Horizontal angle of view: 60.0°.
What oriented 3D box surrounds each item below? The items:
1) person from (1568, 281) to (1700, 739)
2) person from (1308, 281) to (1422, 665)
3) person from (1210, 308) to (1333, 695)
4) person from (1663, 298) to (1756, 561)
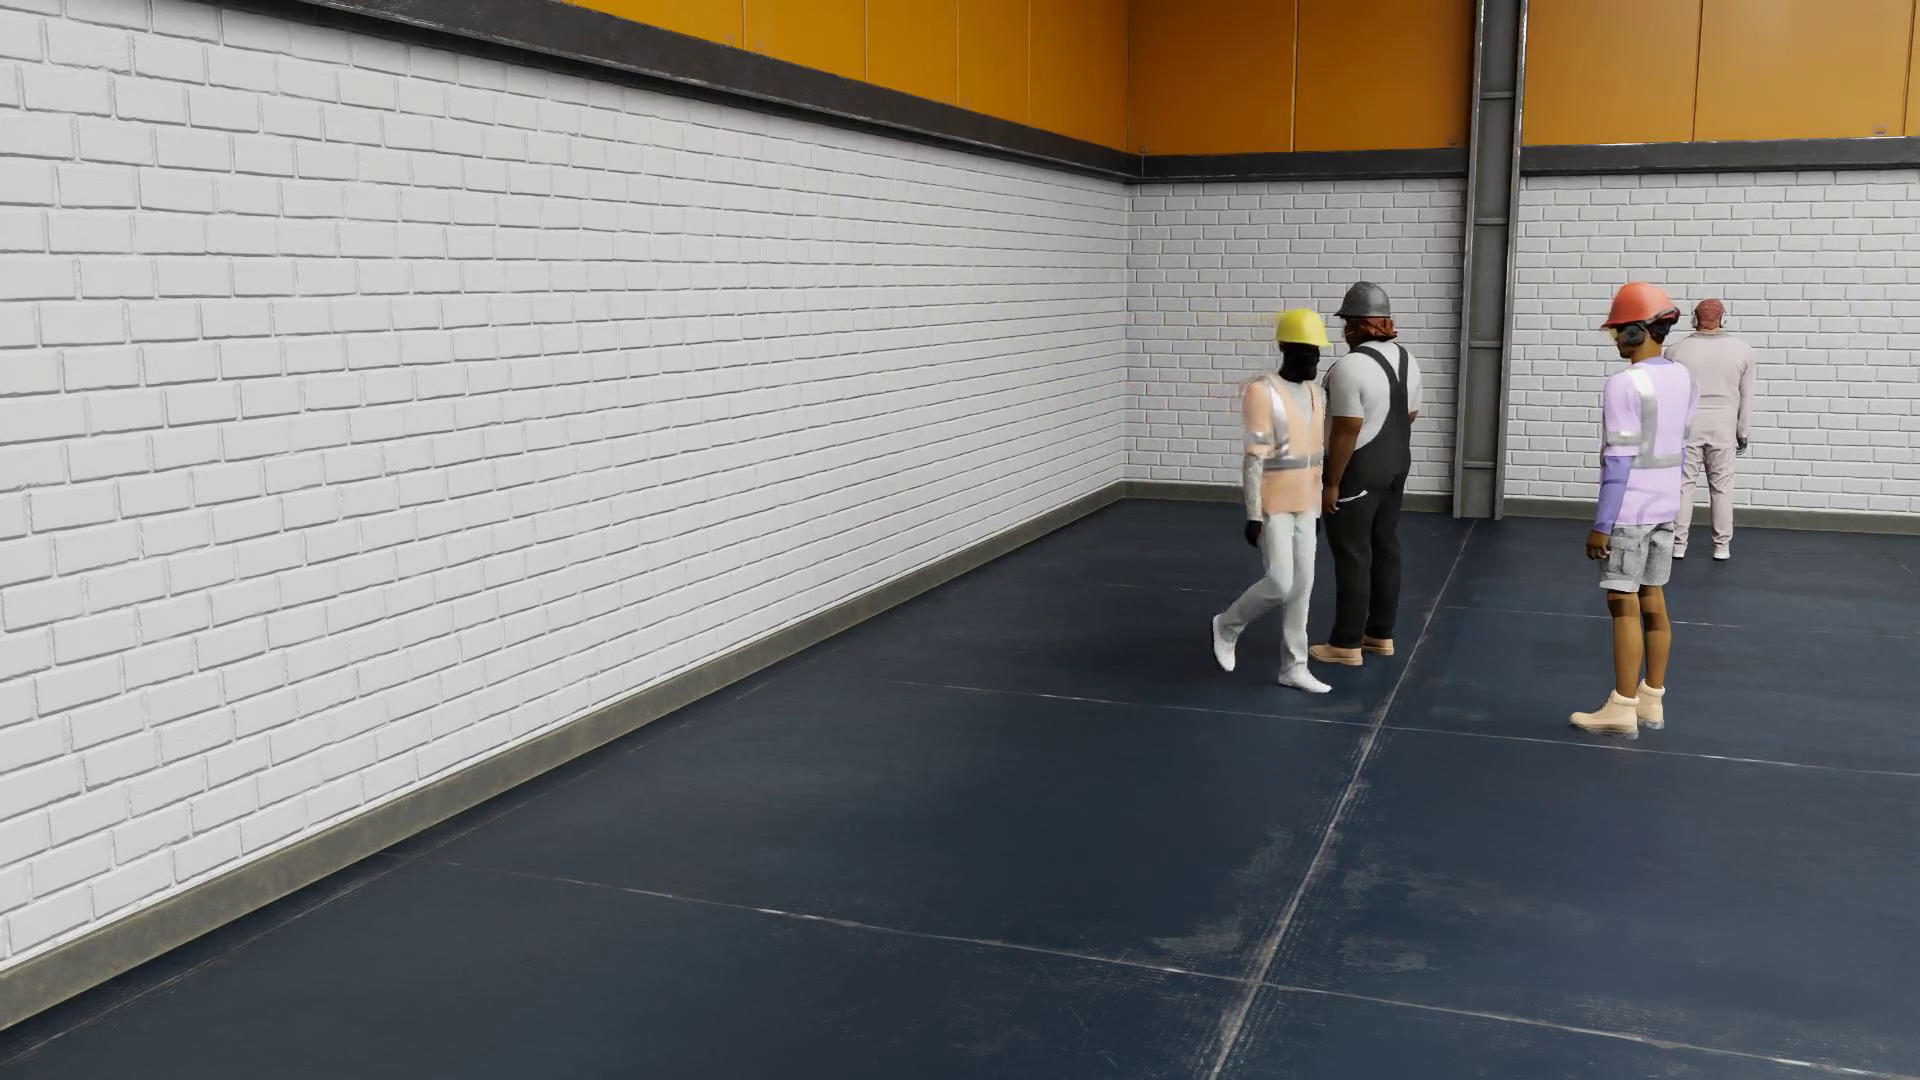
[{"bbox_3d":[3.019,-0.130,7.472,0.608,2.042,0.375,-7,12,-39],"label":"person"},{"bbox_3d":[2.113,-0.360,8.919,0.675,2.000,0.536,-8,12,-43],"label":"person"},{"bbox_3d":[1.583,-0.194,8.271,0.611,1.912,0.579,-8,12,-41],"label":"person"},{"bbox_3d":[5.392,-0.793,12.071,0.638,1.906,0.407,2,9,15],"label":"person"}]
